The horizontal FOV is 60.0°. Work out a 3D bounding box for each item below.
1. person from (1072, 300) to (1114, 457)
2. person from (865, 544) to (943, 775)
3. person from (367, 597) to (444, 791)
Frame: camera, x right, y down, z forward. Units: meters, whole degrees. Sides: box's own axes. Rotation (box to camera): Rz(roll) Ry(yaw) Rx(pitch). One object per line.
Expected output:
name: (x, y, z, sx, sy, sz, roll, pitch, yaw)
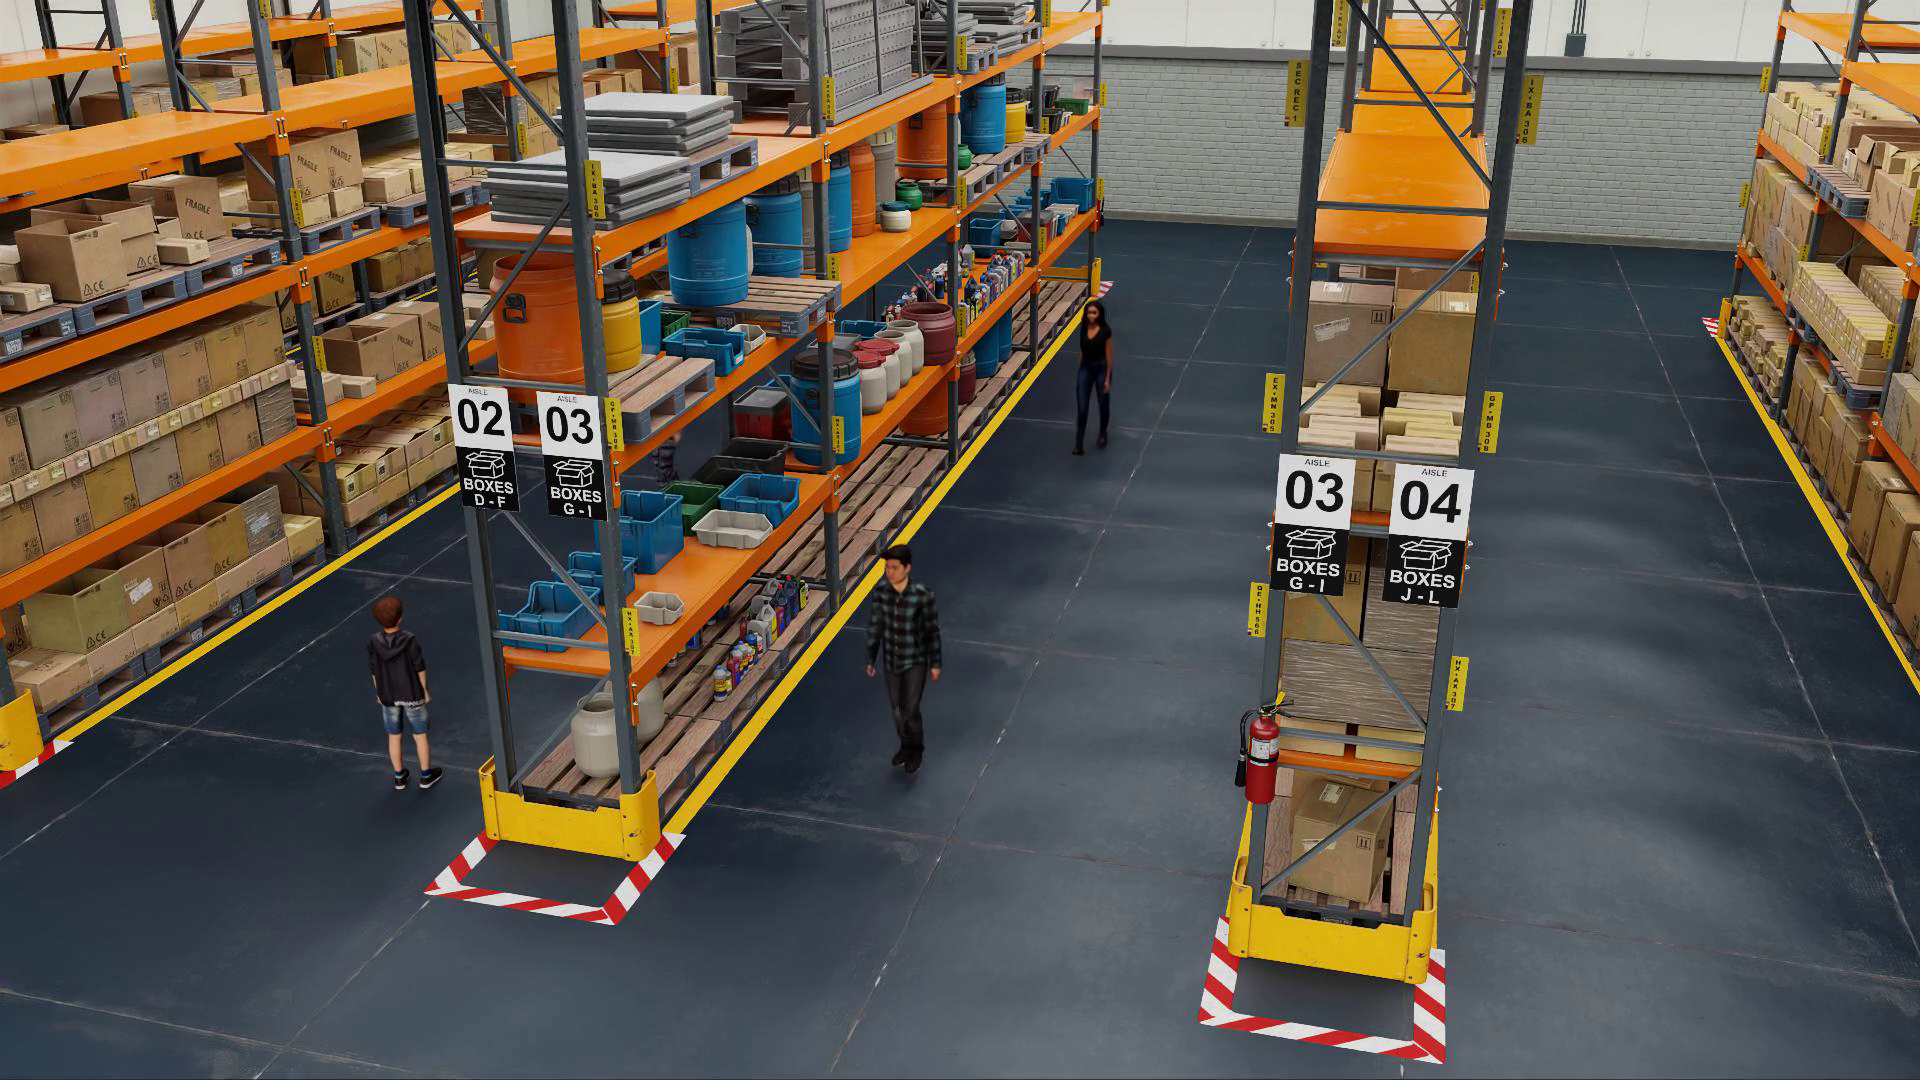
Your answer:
person: (1.521, -1.792, 18.288, 0.659, 1.685, 1.205, 8, 24, 18)
person: (-0.342, 0.793, 11.725, 0.762, 1.705, 0.670, 10, 24, 24)
person: (-3.901, 1.064, 11.621, 0.589, 1.447, 0.591, 0, 22, -1)
